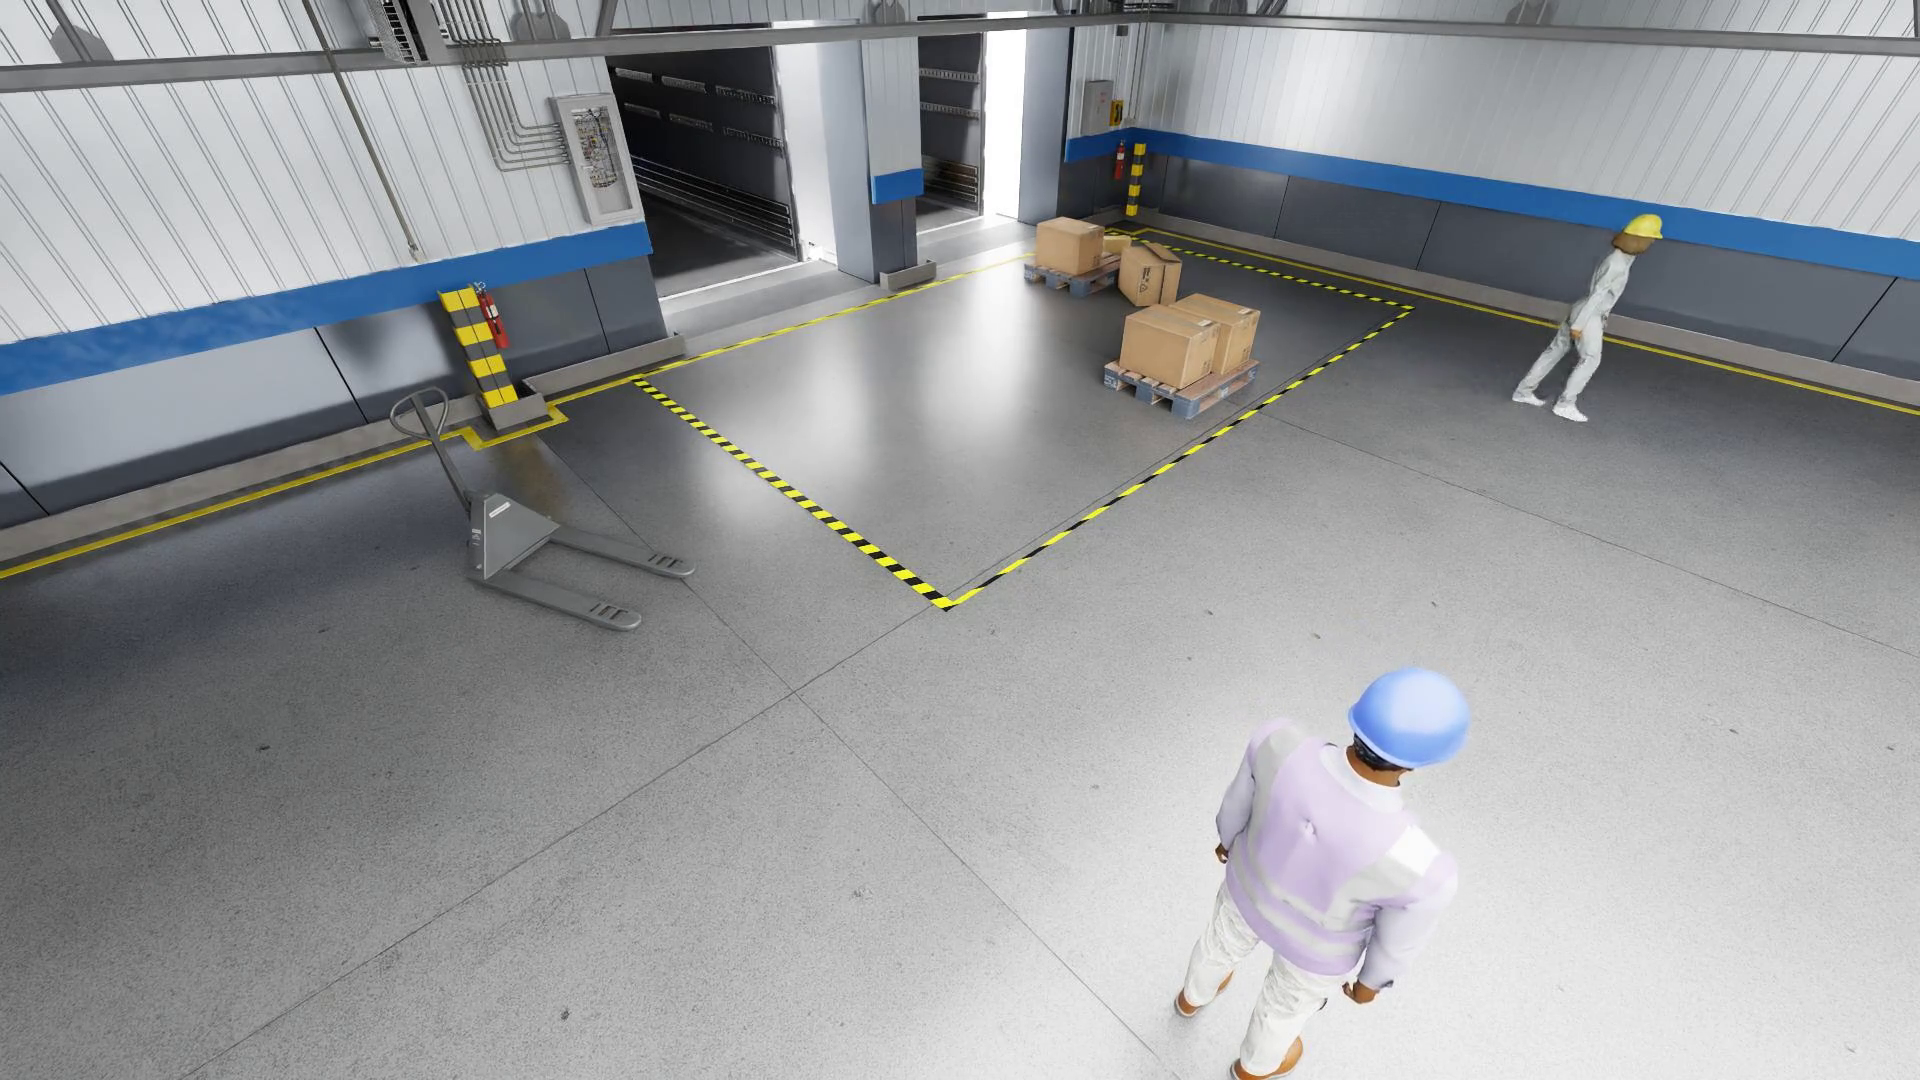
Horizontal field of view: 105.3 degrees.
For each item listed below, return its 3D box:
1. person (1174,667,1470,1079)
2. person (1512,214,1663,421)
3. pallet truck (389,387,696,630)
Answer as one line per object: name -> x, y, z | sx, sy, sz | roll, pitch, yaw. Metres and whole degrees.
person -> 1.049, 1.105, 2.264 | 0.404, 1.945, 0.613 | -21, 42, -25
person -> 5.502, -1.910, 6.351 | 0.588, 1.723, 0.494 | 21, 42, 25
pallet truck -> -2.613, -0.247, 4.593 | 1.601, 1.201, 0.680 | 14, 40, 17
